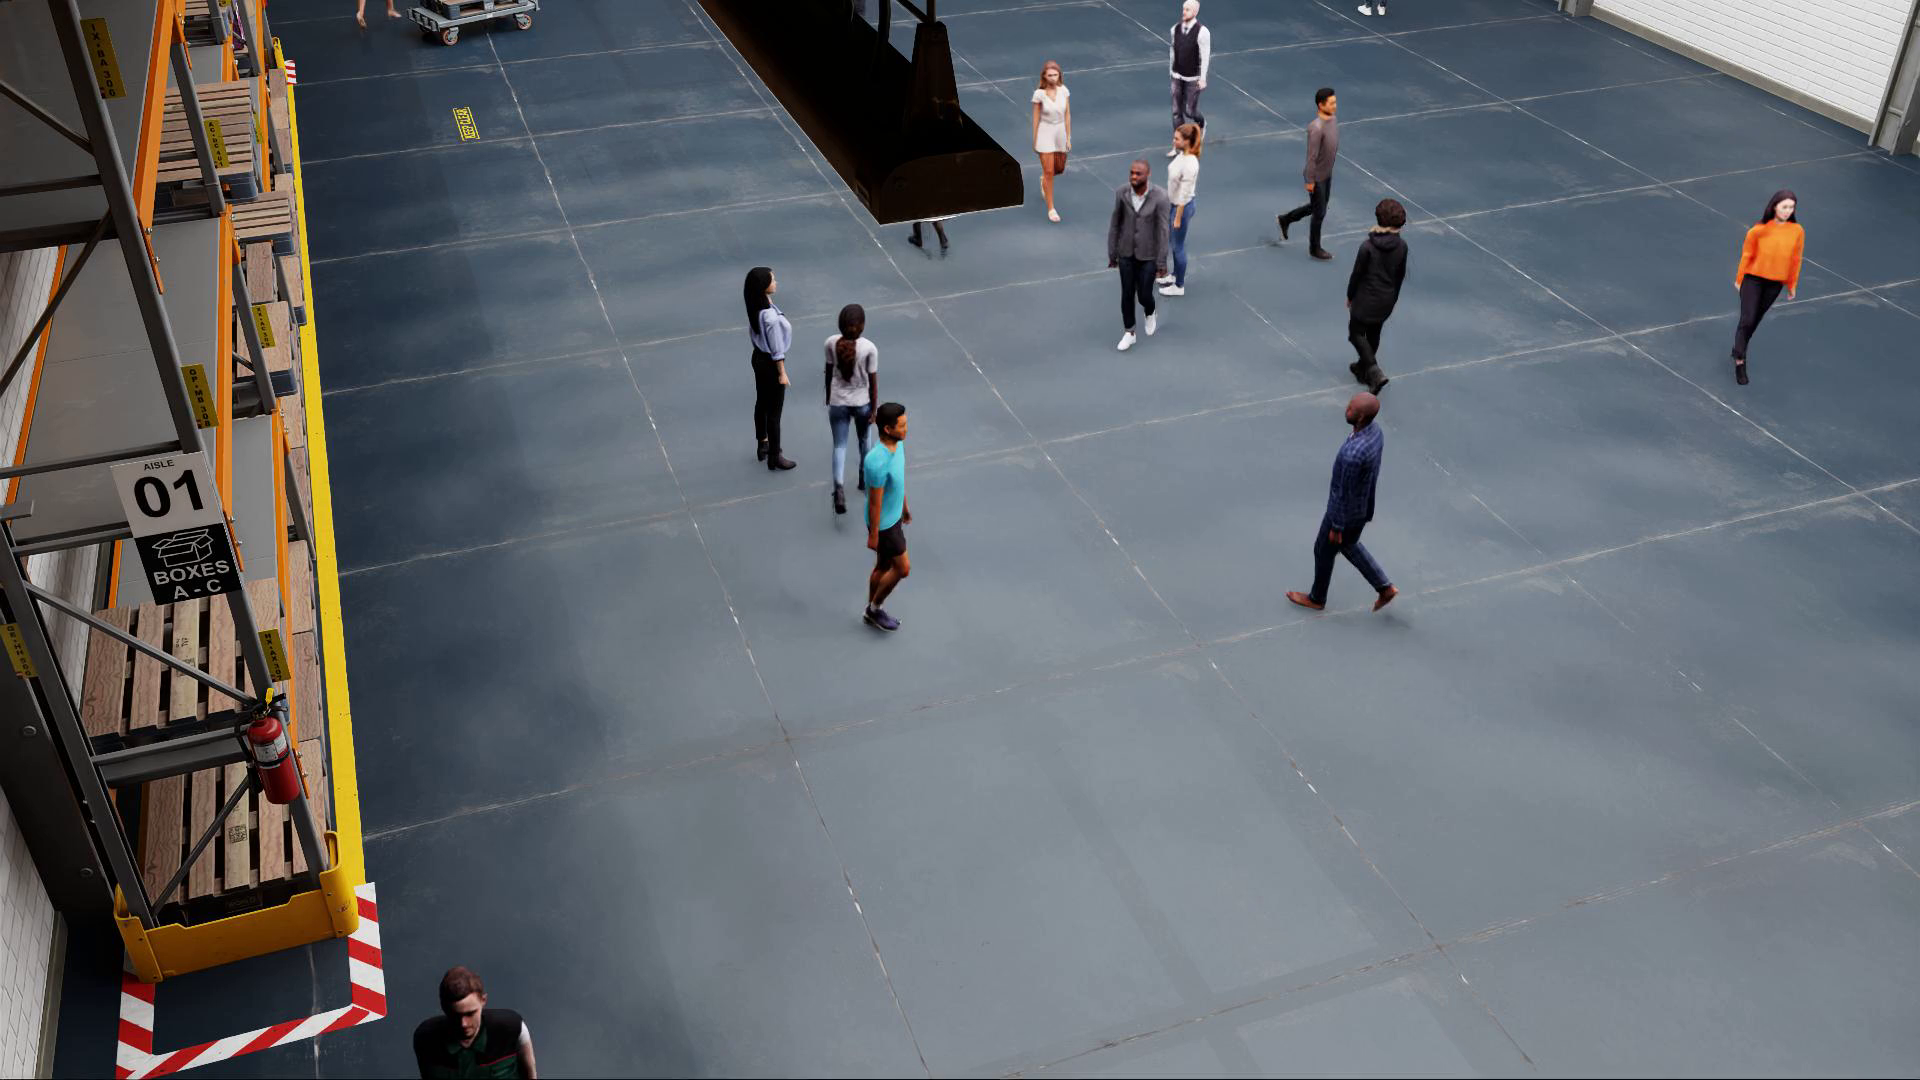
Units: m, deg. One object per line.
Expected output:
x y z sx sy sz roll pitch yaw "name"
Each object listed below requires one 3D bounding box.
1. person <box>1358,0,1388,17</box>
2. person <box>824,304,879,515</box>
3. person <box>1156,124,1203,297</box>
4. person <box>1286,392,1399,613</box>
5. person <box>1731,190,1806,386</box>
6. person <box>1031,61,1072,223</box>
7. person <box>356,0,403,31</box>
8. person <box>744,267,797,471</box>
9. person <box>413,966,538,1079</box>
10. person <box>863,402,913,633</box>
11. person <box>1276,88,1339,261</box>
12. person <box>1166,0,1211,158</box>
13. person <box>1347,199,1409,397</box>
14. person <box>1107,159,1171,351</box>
6.085 -8.566 24.087 0.724 1.850 0.670 -3 34 -5 "person"
-0.863 -0.994 12.836 0.914 1.694 1.147 3 34 5 "person"
2.172 -3.213 16.148 0.749 1.724 0.612 1 34 1 "person"
2.784 -0.220 11.577 1.118 1.799 1.016 18 37 24 "person"
7.109 -2.311 14.791 0.859 1.724 1.042 1 34 2 "person"
0.977 -4.330 17.873 0.602 1.675 1.007 -9 35 -13 "person"
-8.315 -8.056 23.405 1.174 1.755 1.246 11 35 17 "person"
-1.546 -1.386 13.382 0.738 1.743 0.538 -17 37 -23 "person"
-2.125 2.526 7.417 0.744 1.832 0.915 -5 34 -8 "person"
-0.610 -0.156 11.516 0.814 1.761 0.717 9 35 14 "person"
3.576 -3.728 16.897 1.074 1.752 0.950 -14 36 -20 "person"
2.686 -5.361 19.304 0.937 1.808 0.960 27 42 34 "person"
3.600 -2.054 14.373 0.687 1.758 1.046 -7 34 -11 "person"
1.669 -2.634 15.201 0.929 1.807 0.990 15 36 21 "person"
